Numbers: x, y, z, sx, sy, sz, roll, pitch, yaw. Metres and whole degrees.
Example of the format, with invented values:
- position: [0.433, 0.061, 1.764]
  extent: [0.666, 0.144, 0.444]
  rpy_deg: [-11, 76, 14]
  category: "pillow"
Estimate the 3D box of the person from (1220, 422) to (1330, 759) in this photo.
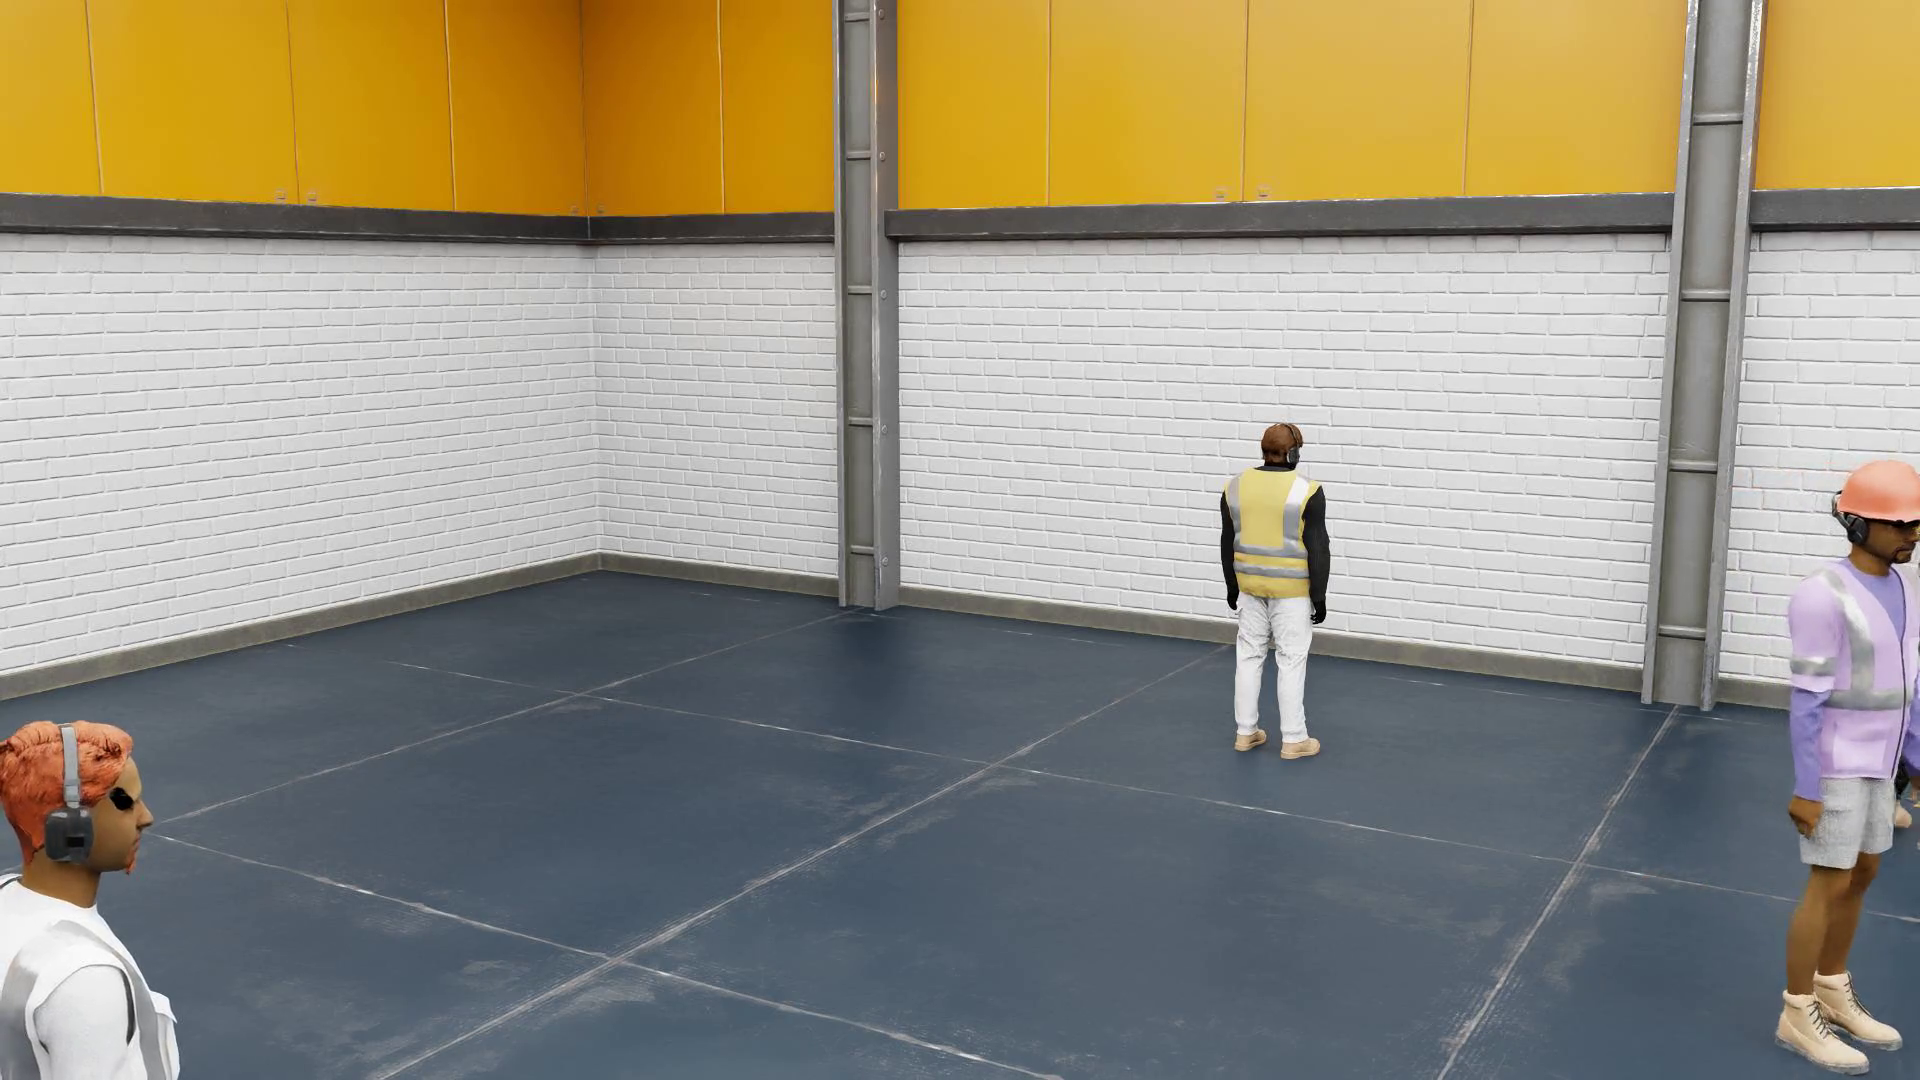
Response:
- position: [1.743, 0.274, 9.138]
  extent: [0.634, 1.840, 0.429]
  rpy_deg: [7, 12, 38]
  category: "person"

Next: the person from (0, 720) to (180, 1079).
- position: [-1.548, 1.242, 2.954]
  extent: [0.339, 1.882, 0.584]
  rpy_deg: [-9, 13, -44]
  category: "person"

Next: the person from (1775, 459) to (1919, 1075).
- position: [3.037, 0.741, 5.607]
  extent: [0.619, 2.042, 0.390]
  rpy_deg: [-6, 11, -33]
  category: "person"

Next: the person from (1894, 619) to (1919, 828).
- position: [4.518, 0.438, 7.489]
  extent: [0.688, 2.000, 0.711]
  rpy_deg: [4, 10, 26]
  category: "person"
